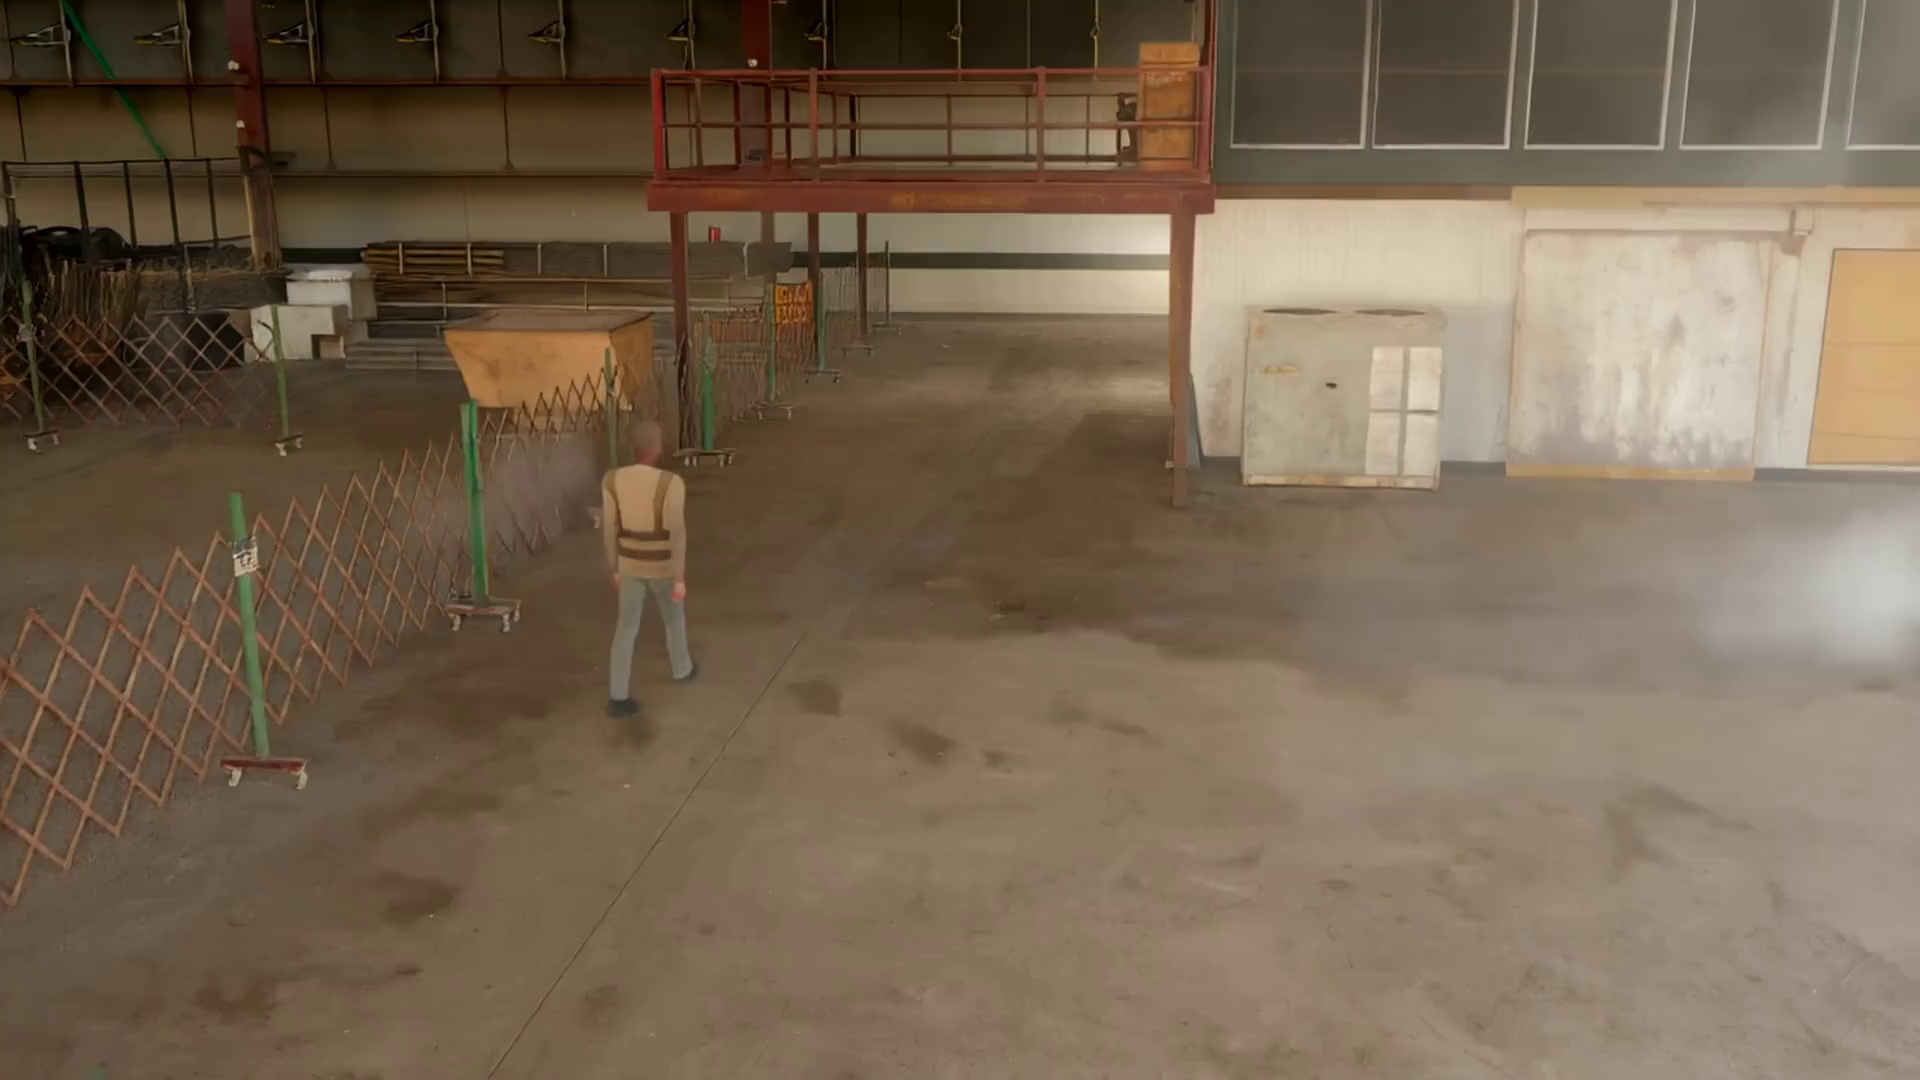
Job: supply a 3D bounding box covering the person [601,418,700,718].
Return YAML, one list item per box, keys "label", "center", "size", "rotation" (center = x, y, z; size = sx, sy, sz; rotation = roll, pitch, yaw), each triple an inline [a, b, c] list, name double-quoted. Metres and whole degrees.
- label: "person"
  center: [-1.955, 0.159, 10.328]
  size: [0.593, 1.838, 0.976]
  rotation: [4, 14, 17]
